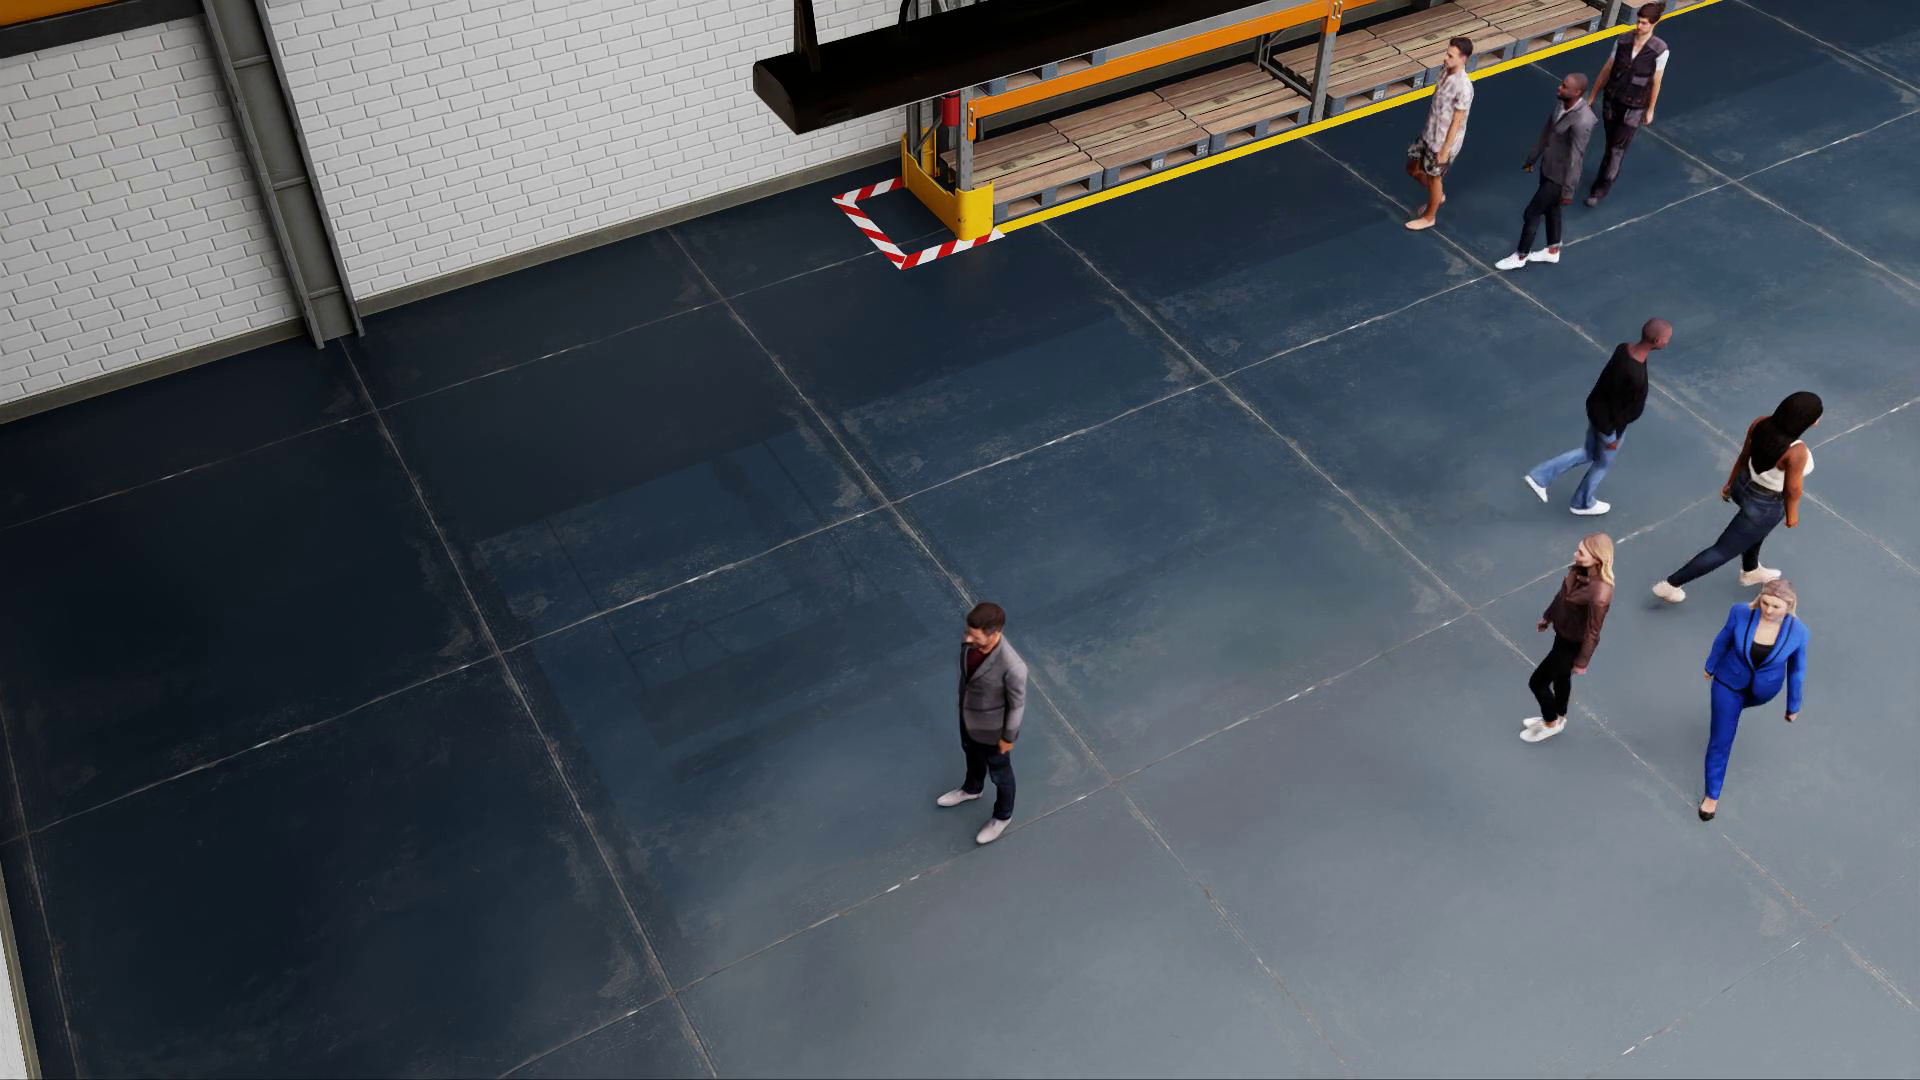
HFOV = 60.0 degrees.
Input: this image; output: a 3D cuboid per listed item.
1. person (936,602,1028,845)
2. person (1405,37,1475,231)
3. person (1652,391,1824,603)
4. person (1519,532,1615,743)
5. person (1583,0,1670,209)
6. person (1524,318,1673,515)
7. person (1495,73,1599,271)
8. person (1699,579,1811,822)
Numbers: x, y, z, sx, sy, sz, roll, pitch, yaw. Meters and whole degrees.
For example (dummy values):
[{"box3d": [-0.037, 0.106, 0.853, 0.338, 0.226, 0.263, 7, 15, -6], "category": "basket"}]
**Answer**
[{"box3d": [0.152, 1.016, 9.649, 0.638, 1.874, 0.707, -28, 50, -26], "category": "person"}, {"box3d": [4.266, -3.517, 14.459, 0.801, 1.802, 0.778, -8, 44, -8], "category": "person"}, {"box3d": [5.192, -0.223, 11.029, 1.311, 1.764, 0.966, -5, 44, -5], "category": "person"}, {"box3d": [3.842, 0.612, 10.208, 0.747, 1.688, 0.704, 5, 44, 5], "category": "person"}, {"box3d": [6.008, -3.945, 14.891, 1.024, 1.827, 0.827, -32, 52, -29], "category": "person"}, {"box3d": [4.454, -0.823, 11.696, 1.012, 1.714, 0.871, 1, 44, 1], "category": "person"}, {"box3d": [5.118, -3.076, 14.003, 1.017, 1.794, 0.952, 0, 44, 0], "category": "person"}, {"box3d": [4.735, 0.813, 10.030, 1.164, 1.644, 1.296, 15, 46, 15], "category": "person"}]
